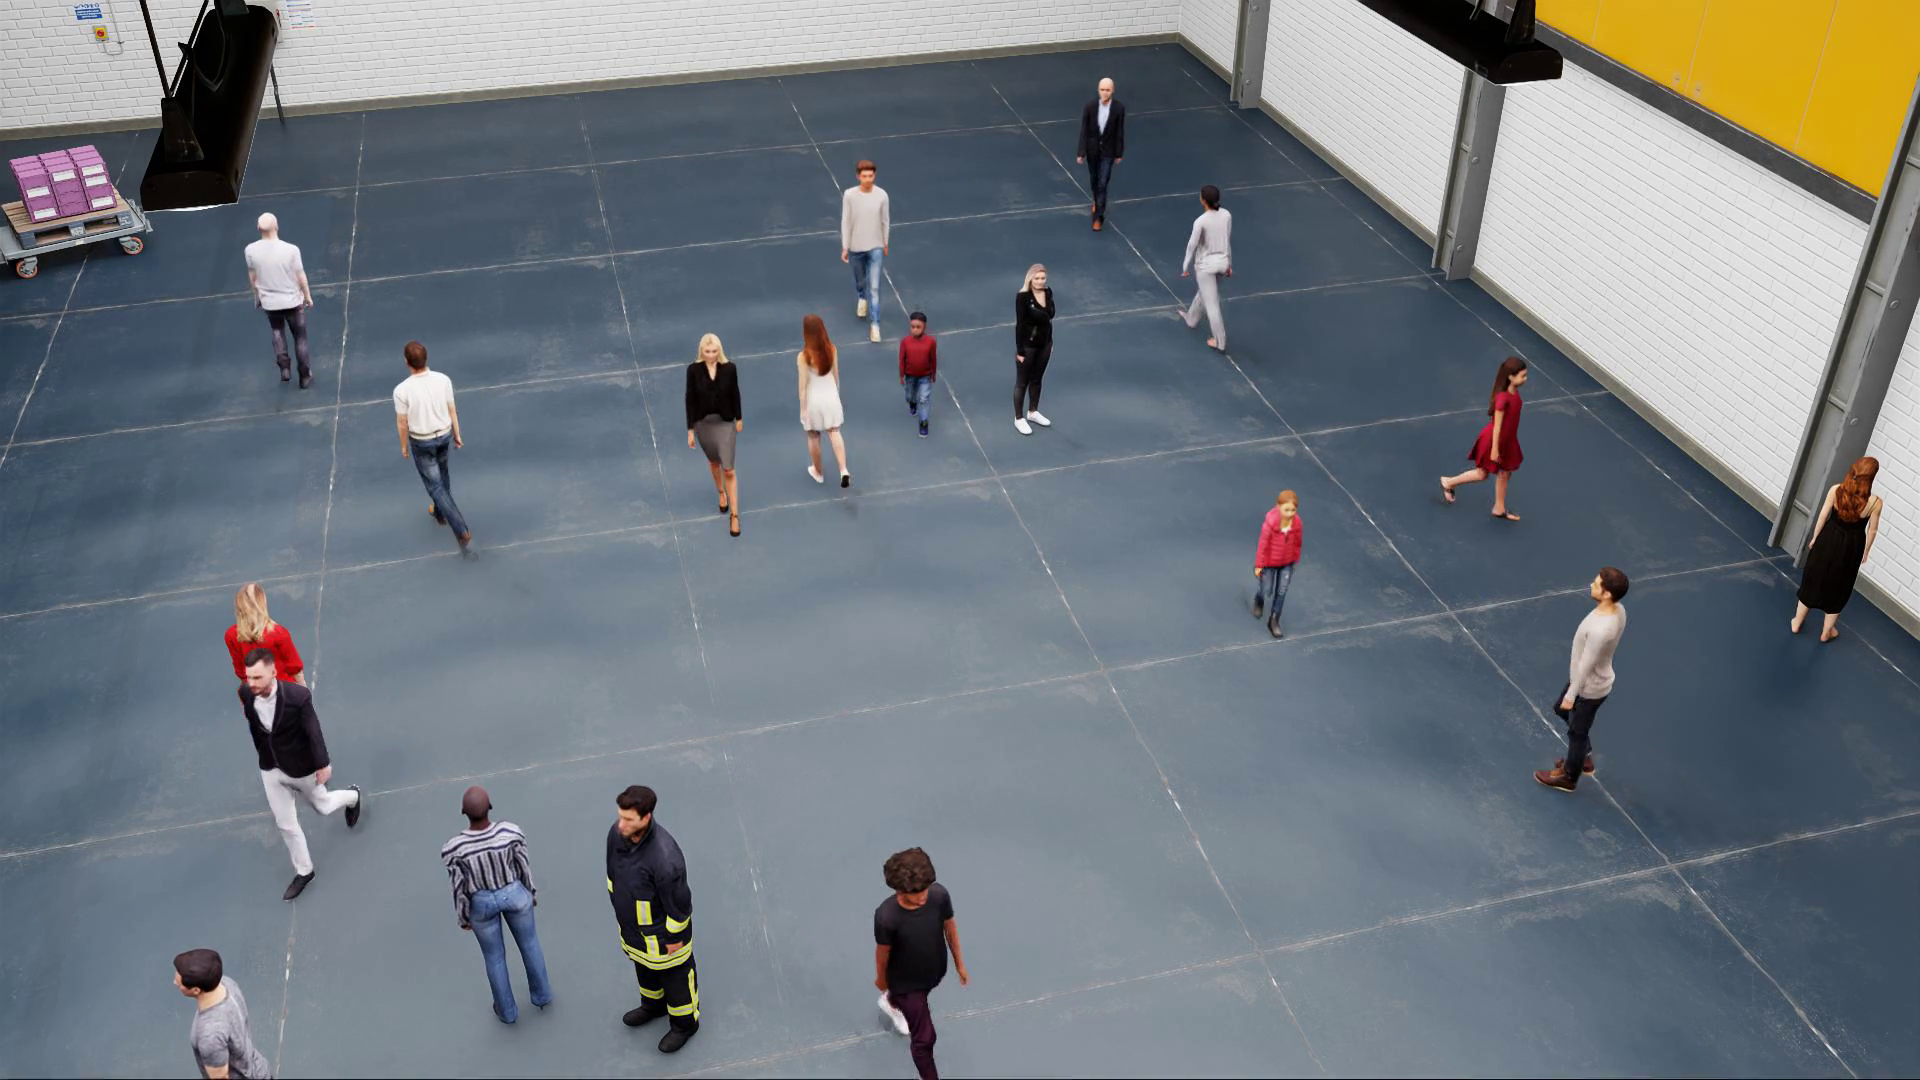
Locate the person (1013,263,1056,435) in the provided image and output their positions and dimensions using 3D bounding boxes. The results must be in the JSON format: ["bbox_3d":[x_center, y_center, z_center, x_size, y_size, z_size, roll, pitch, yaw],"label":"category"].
[{"bbox_3d":[0.686,-1.838,15.751,0.680,1.686,0.667,-23,40,-31],"label":"person"}]

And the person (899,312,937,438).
[{"bbox_3d":[-0.388,-1.621,15.830,0.638,1.239,0.807,2,34,3],"label":"person"}]

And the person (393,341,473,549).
[{"bbox_3d":[-4.423,-0.774,14.027,1.018,1.823,1.278,-25,41,-33],"label":"person"}]

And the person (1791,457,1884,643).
[{"bbox_3d":[6.838,0.059,12.953,0.664,1.624,0.737,22,40,30],"label":"person"}]

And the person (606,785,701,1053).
[{"bbox_3d":[-1.758,2.137,9.555,0.836,1.926,0.950,26,41,33],"label":"person"}]

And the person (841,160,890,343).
[{"bbox_3d":[-1.009,-3.107,17.505,0.873,1.858,1.288,-1,34,-1],"label":"person"}]

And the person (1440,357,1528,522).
[{"bbox_3d":[4.611,-0.886,14.455,1.021,1.535,0.909,21,39,28],"label":"person"}]

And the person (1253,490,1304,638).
[{"bbox_3d":[2.482,0.144,13.112,0.552,1.307,0.661,-4,34,-7],"label":"person"}]

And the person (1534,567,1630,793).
[{"bbox_3d":[4.364,1.008,11.316,0.829,1.857,0.755,15,36,21],"label":"person"}]

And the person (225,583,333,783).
[{"bbox_3d":[-4.703,1.035,11.412,0.664,1.706,0.597,0,34,0],"label":"person"}]

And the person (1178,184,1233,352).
[{"bbox_3d":[2.649,-2.772,17.155,0.878,1.688,1.165,-20,38,-27],"label":"person"}]

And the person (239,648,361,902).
[{"bbox_3d":[-4.267,1.398,10.766,0.985,1.815,1.217,6,34,9],"label":"person"}]

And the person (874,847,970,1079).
[{"bbox_3d":[-0.288,2.352,9.390,0.940,1.750,1.211,-25,41,-32],"label":"person"}]

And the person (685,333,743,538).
[{"bbox_3d":[-2.123,-0.990,14.361,0.707,1.813,1.011,-4,34,-6],"label":"person"}]

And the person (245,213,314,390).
[{"bbox_3d":[-6.668,-2.295,16.315,0.727,1.823,0.704,-4,34,-6],"label":"person"}]

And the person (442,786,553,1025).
[{"bbox_3d":[-2.681,2.129,9.684,0.660,1.796,0.591,-15,37,-22],"label":"person"}]

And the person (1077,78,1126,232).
[{"bbox_3d":[1.690,-4.681,19.960,1.072,1.762,1.319,7,34,11],"label":"person"}]

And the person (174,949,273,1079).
[{"bbox_3d":[-3.698,2.814,8.592,0.721,1.863,0.492,-8,34,-11],"label":"person"}]

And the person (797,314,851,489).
[{"bbox_3d":[-1.195,-1.184,14.759,0.661,1.695,0.943,-15,36,-21],"label":"person"}]
